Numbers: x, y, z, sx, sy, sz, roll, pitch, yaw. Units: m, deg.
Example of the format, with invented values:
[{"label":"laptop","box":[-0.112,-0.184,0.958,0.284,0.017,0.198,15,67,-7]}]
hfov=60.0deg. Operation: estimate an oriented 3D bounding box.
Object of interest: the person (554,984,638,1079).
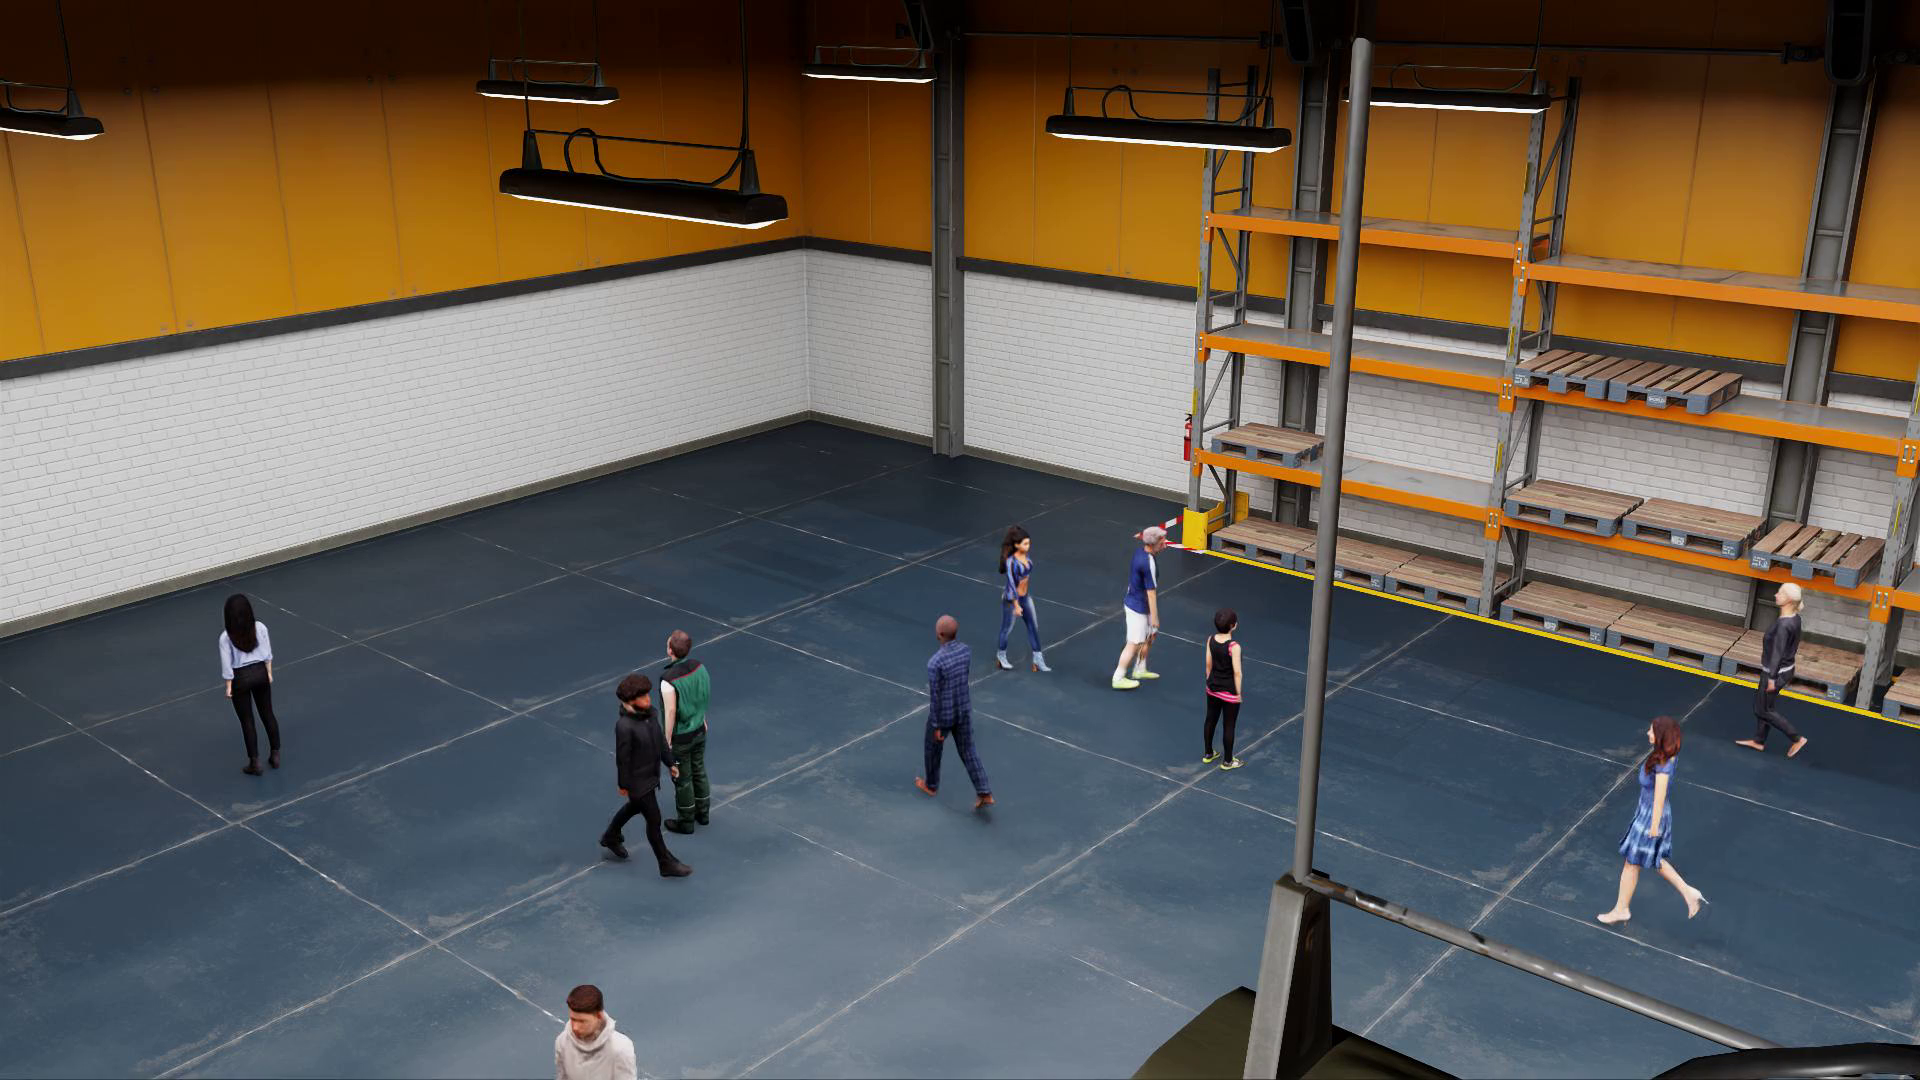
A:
[{"label":"person","box":[-1.950,3.266,9.343,1.138,1.834,1.031,5,19,15]}]

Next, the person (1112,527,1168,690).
[{"label":"person","box":[1.787,0.700,17.034,0.916,1.787,0.854,-3,19,-10]}]

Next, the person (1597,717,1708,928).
[{"label":"person","box":[5.322,2.182,12.627,1.048,1.790,0.801,9,21,25]}]

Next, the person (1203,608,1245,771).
[{"label":"person","box":[2.441,1.362,15.437,0.627,1.552,0.483,-15,24,-38]}]

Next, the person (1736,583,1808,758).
[{"label":"person","box":[7.722,1.236,15.562,0.832,1.711,0.606,15,24,37]}]

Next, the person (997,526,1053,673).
[{"label":"person","box":[0.527,0.635,17.531,0.851,1.594,0.606,16,24,39]}]

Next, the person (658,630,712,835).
[{"label":"person","box":[-2.354,1.625,14.201,0.596,1.842,0.649,12,22,32]}]

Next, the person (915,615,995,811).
[{"label":"person","box":[-0.010,1.535,14.555,0.825,1.786,1.237,-14,23,-35]}]

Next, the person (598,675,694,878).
[{"label":"person","box":[-2.664,1.897,13.540,1.218,1.749,0.913,5,19,15]}]

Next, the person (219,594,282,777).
[{"label":"person","box":[-6.522,1.316,15.274,0.537,1.744,0.640,15,23,37]}]
